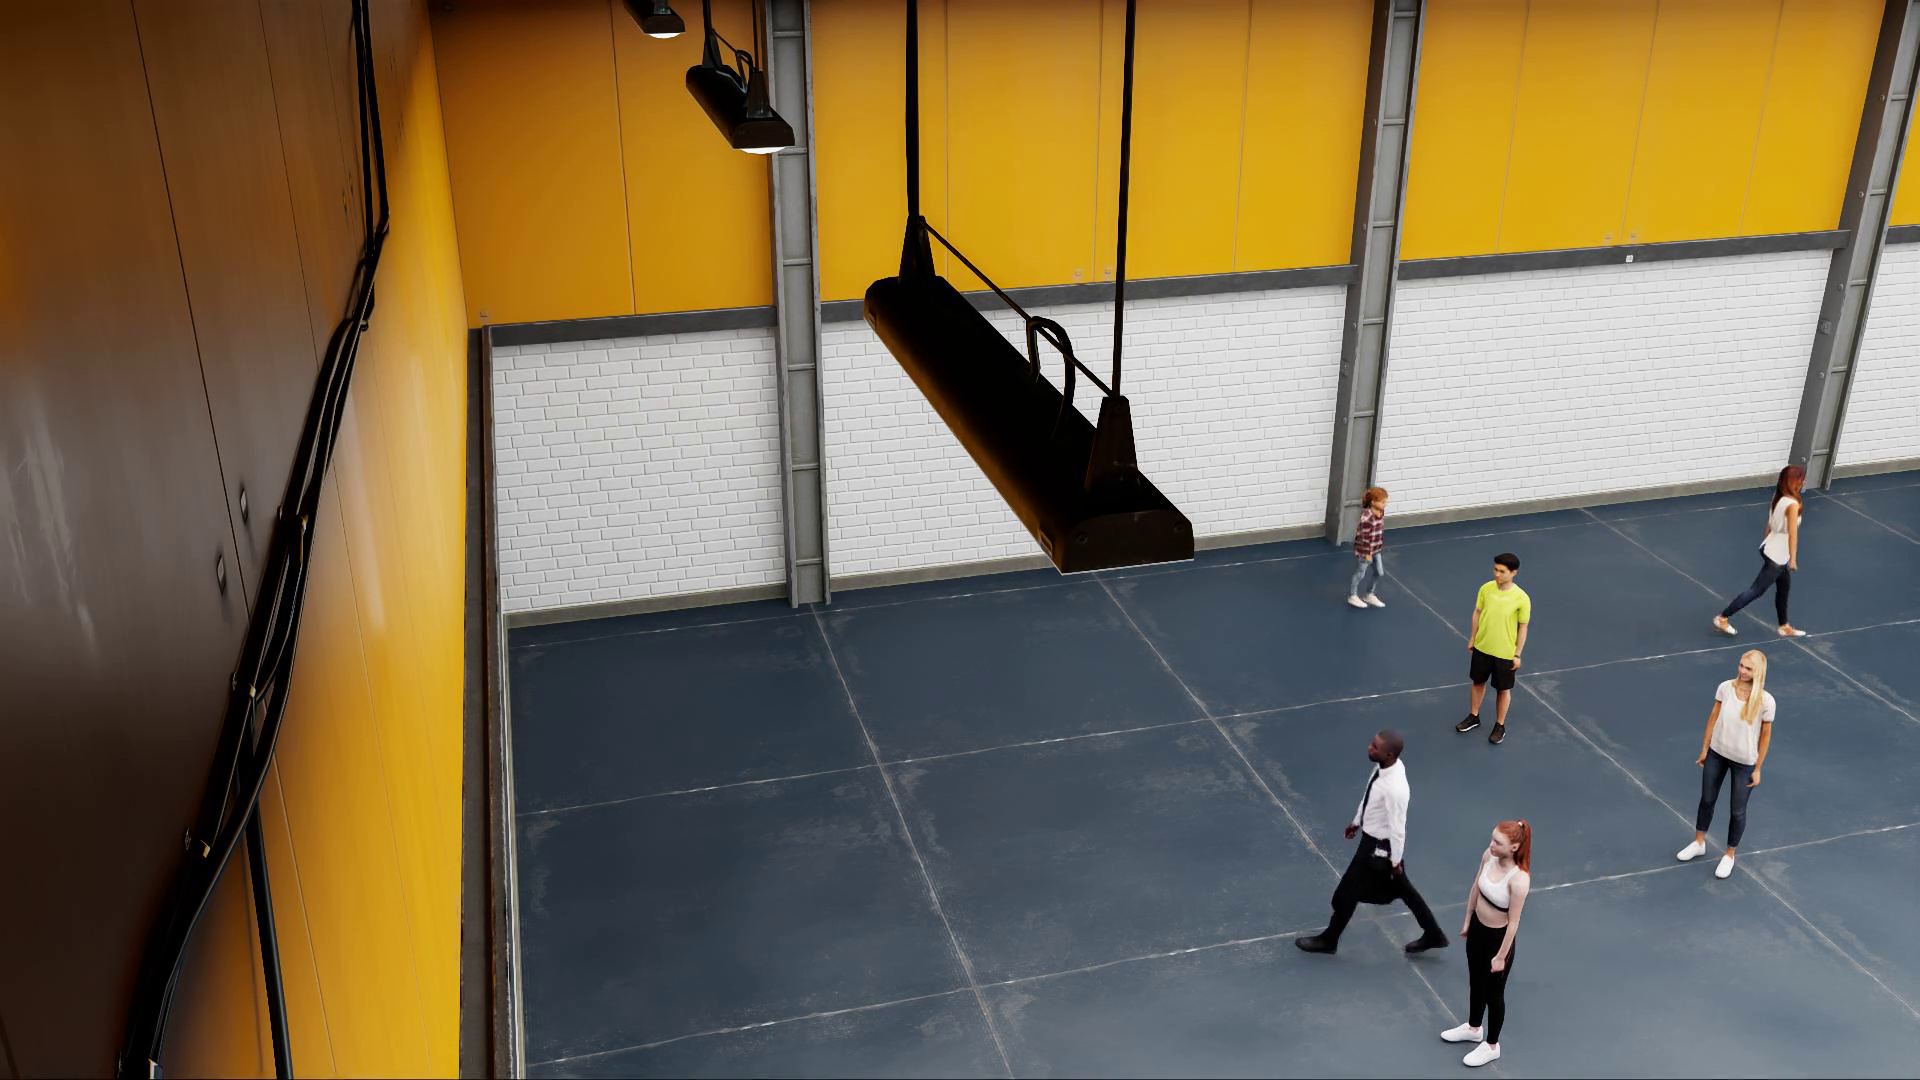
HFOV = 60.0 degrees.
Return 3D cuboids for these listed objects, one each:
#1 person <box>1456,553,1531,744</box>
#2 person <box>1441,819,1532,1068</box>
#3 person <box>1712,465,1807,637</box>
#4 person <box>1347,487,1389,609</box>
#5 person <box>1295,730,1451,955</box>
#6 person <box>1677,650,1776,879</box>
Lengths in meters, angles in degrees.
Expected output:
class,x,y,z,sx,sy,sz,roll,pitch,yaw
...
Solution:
class,x,y,z,sx,sy,sz,roll,pitch,yaw
person,4.554,0.888,14.117,0.704,1.708,0.711,20,31,38
person,3.336,2.495,10.402,0.520,1.741,0.584,-7,25,-15
person,7.641,0.143,15.772,1.188,1.749,0.909,4,24,8
person,3.992,0.057,16.540,0.625,1.290,0.696,-19,30,-37
person,2.957,2.096,11.254,1.361,1.788,1.032,4,24,9
person,5.713,1.630,12.296,0.646,1.809,0.671,-19,30,-37
